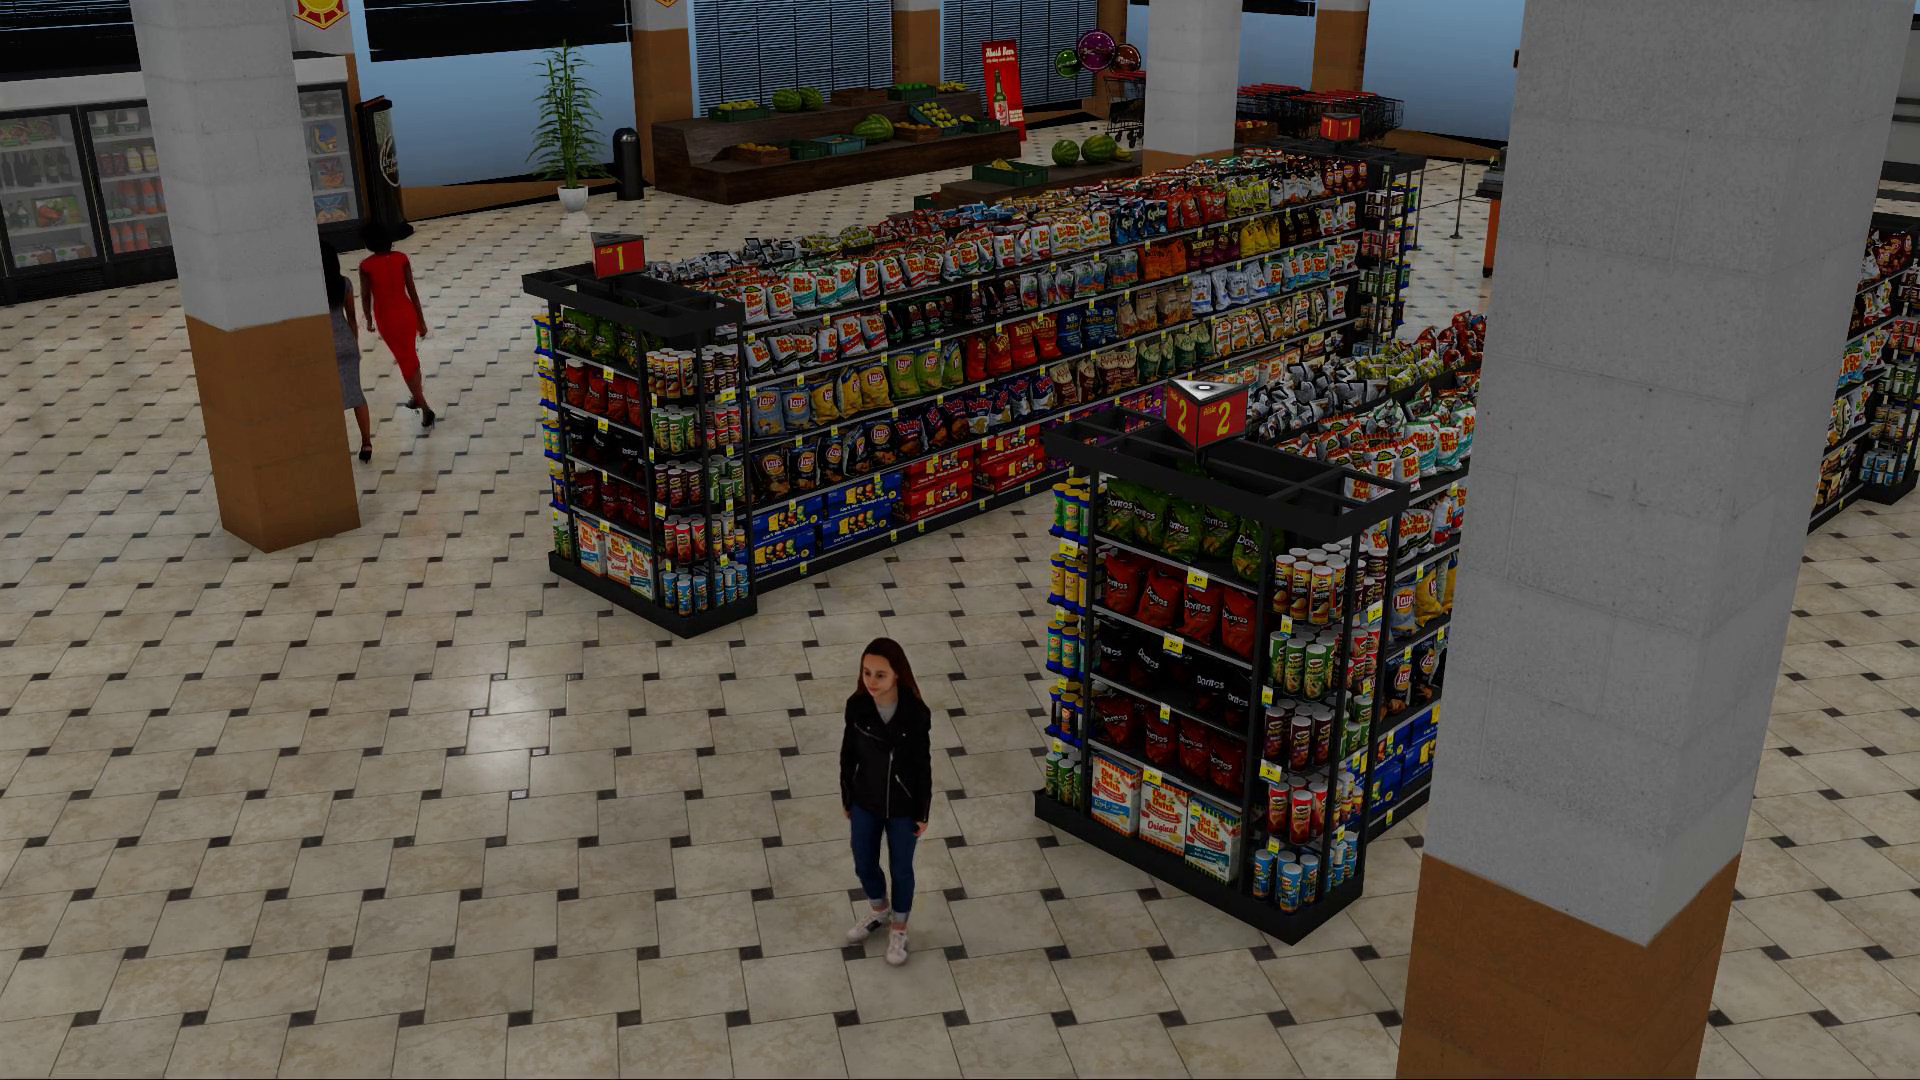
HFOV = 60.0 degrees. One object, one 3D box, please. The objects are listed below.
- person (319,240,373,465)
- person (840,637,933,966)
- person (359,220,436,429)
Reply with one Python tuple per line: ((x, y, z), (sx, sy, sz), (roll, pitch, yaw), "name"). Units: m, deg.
((-4.777, -1.417, 12.737), (0.640, 1.781, 0.450), (19, 29, 39), "person")
((-0.297, 1.070, 6.952), (0.648, 1.481, 0.674), (8, 23, 19), "person")
((-4.566, -1.715, 13.581), (0.823, 1.705, 0.677), (-17, 27, -36), "person")
